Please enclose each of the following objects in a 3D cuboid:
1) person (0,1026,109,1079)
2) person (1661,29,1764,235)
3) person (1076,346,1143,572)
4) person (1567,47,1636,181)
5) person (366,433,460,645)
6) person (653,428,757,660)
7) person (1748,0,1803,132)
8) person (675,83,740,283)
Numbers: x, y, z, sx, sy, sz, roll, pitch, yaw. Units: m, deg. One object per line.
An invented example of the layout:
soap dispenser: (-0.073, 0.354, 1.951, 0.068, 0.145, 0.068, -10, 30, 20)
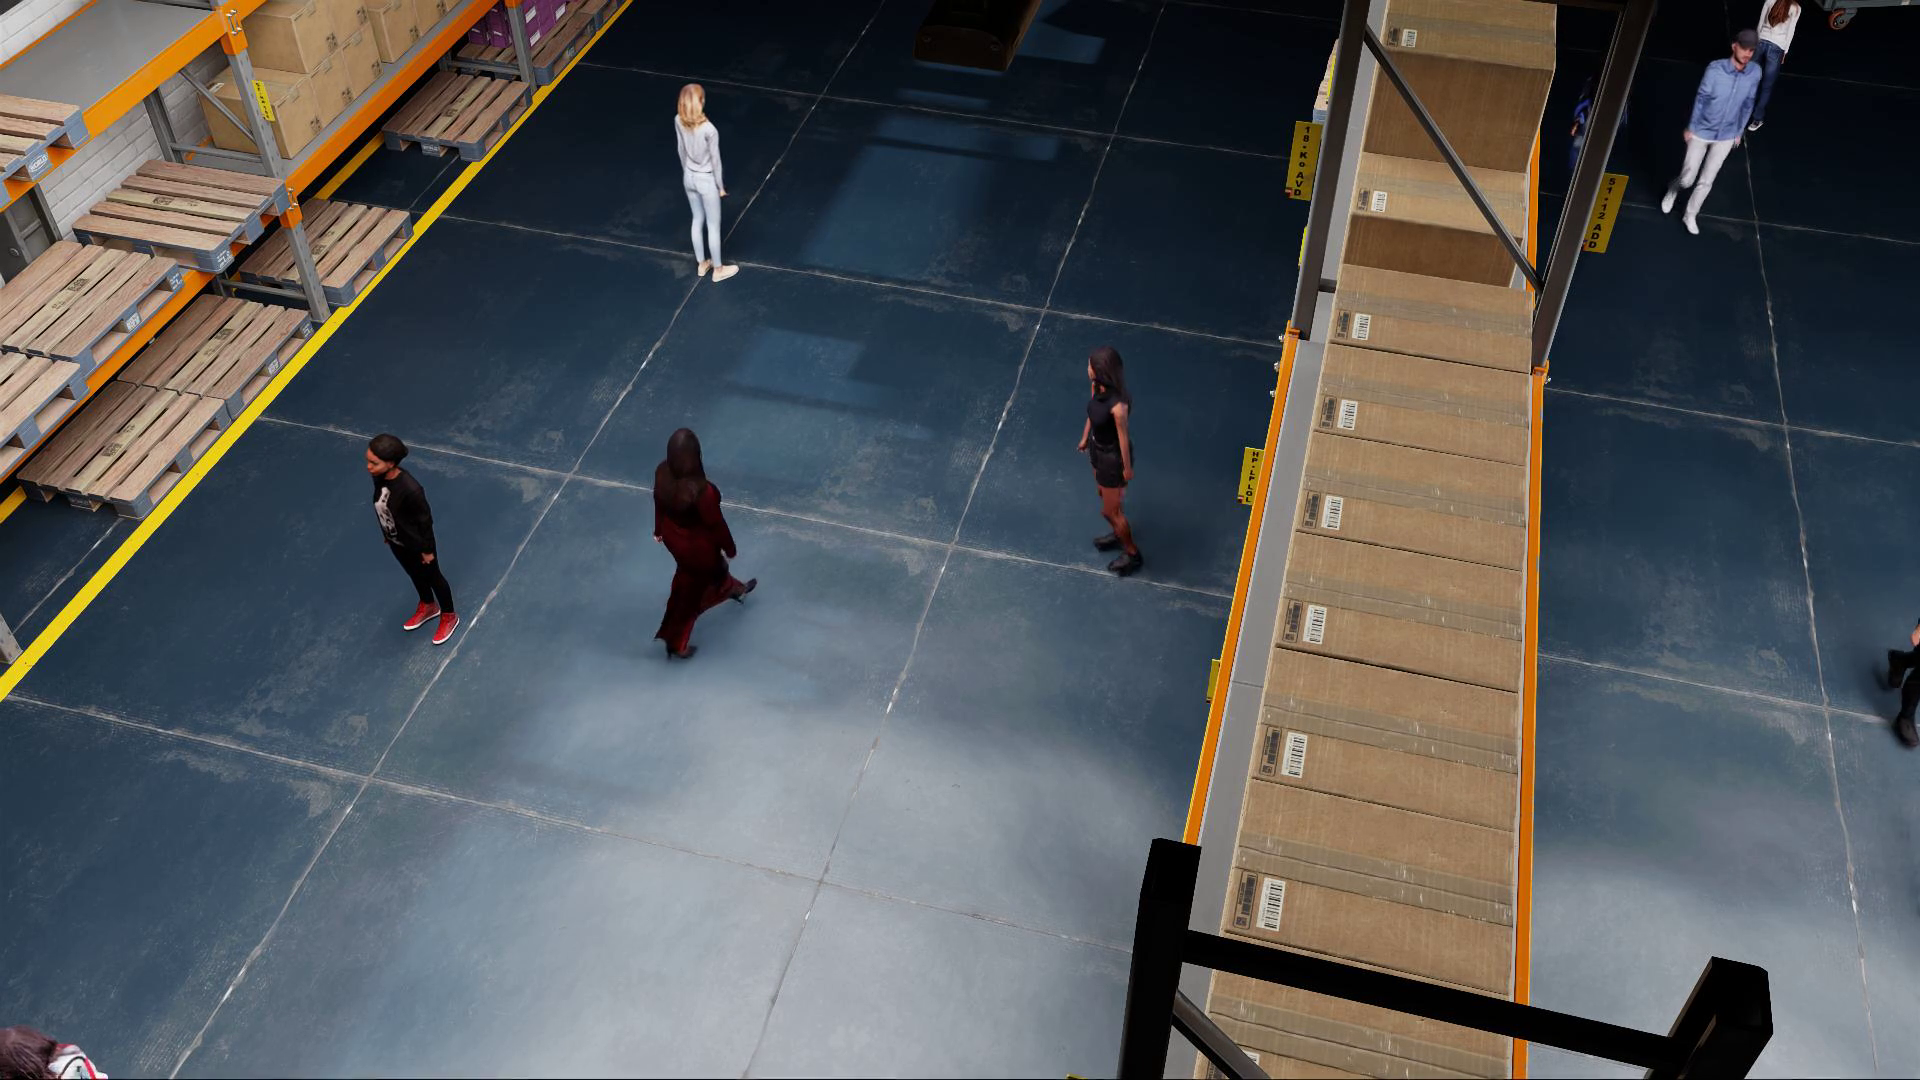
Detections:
person: (-4.181, 2.850, 7.930, 0.785, 1.602, 0.703, 27, 50, 25)
person: (6.559, -3.606, 14.508, 0.713, 1.877, 0.778, 4, 44, 4)
person: (1.082, -0.558, 11.435, 0.871, 1.702, 0.756, -24, 49, -23)
person: (5.627, -3.618, 14.713, 0.672, 1.611, 0.698, 4, 44, 4)
person: (-3.602, -0.031, 10.901, 0.655, 1.675, 0.633, 23, 48, 22)
person: (-1.812, 0.088, 10.759, 1.243, 1.699, 1.082, -30, 51, -28)
person: (7.706, -4.687, 15.877, 0.615, 1.554, 0.615, 29, 51, 27)
person: (-2.154, -2.992, 13.922, 0.651, 1.796, 0.621, 27, 50, 25)
